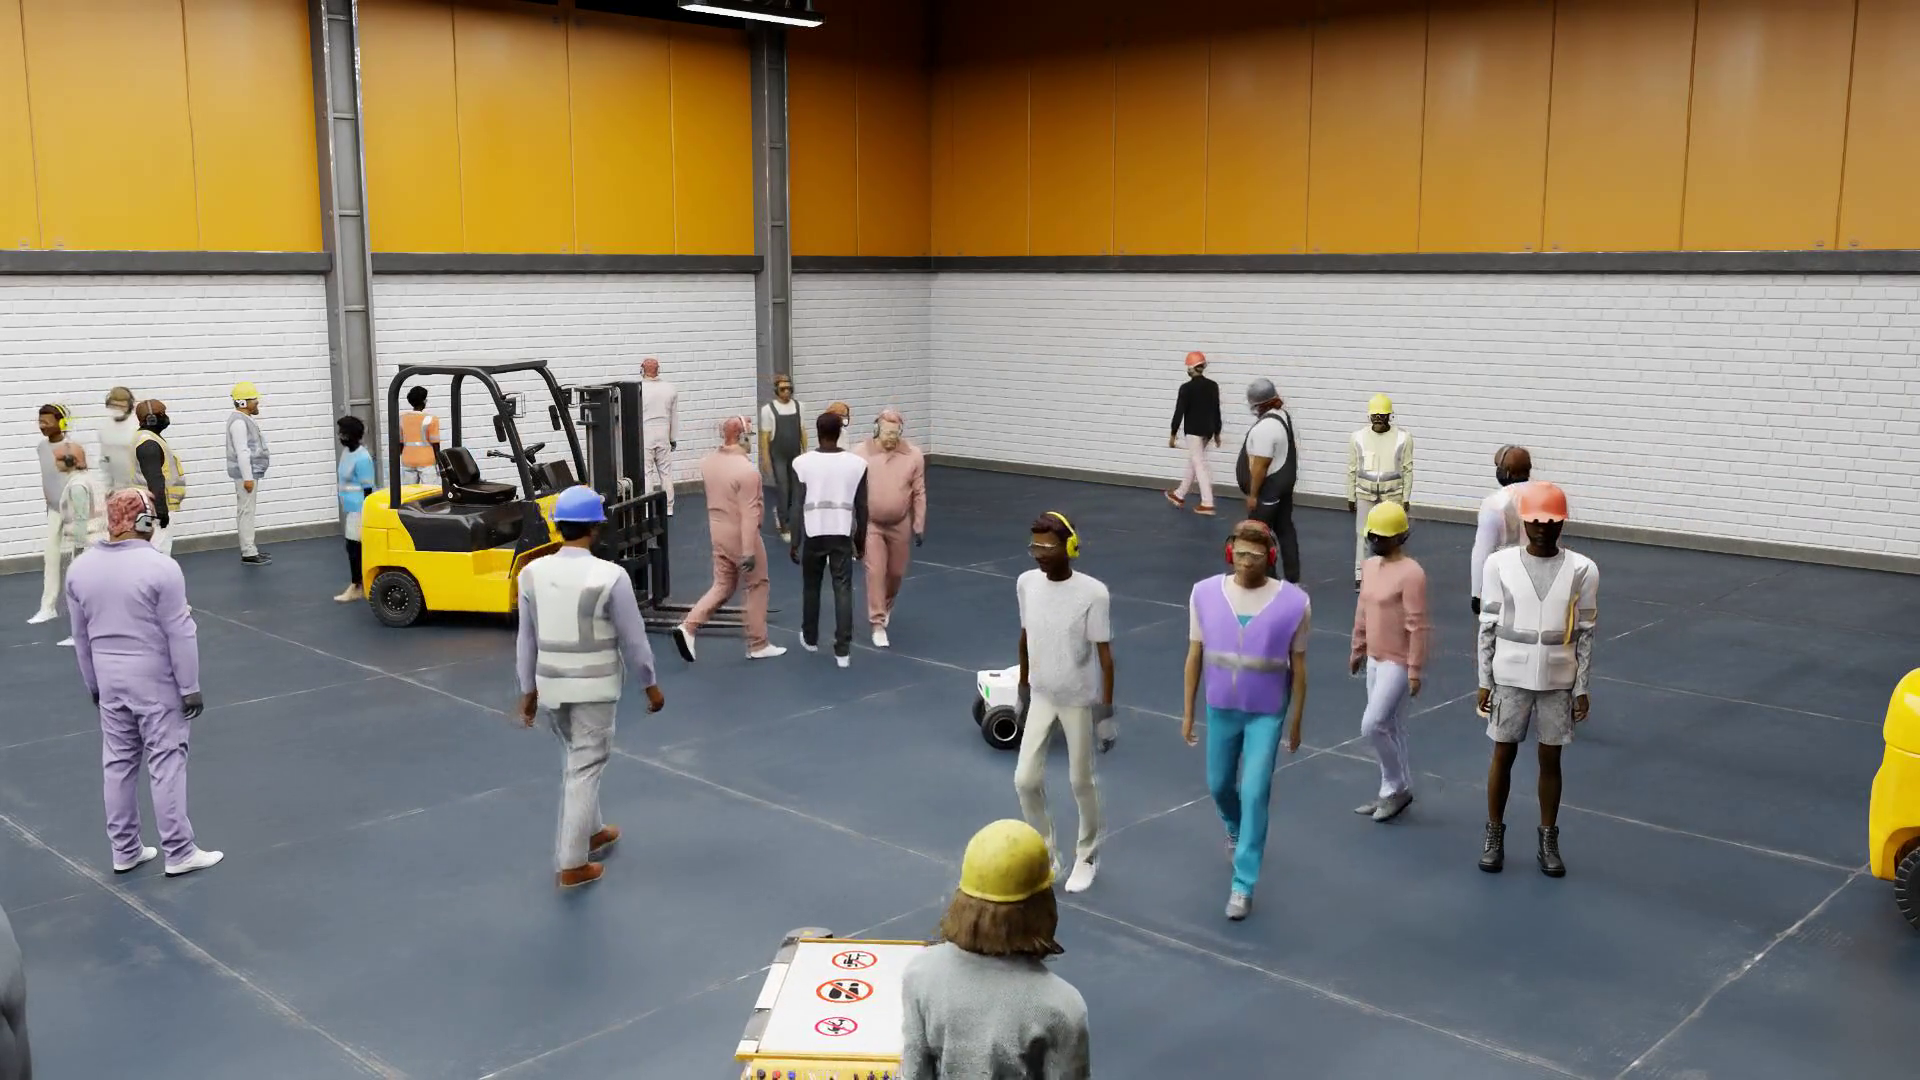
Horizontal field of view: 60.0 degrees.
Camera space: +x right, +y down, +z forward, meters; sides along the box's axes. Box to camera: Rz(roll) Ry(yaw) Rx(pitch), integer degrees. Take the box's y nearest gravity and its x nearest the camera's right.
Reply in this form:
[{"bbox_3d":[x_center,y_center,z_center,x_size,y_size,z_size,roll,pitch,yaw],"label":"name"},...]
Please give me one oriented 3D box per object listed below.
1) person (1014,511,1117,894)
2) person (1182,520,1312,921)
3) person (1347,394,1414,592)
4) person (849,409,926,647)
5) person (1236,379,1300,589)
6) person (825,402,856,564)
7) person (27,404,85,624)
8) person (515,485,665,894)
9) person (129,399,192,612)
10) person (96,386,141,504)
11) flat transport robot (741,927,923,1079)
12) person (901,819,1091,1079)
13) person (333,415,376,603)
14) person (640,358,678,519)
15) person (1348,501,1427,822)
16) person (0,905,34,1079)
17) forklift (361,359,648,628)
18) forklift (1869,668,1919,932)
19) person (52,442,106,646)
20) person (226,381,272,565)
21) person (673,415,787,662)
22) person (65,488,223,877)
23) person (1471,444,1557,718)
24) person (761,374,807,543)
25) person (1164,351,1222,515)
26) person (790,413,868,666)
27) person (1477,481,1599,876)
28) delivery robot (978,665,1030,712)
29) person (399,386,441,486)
[{"bbox_3d":[0.459,0.778,7.758,0.592,1.837,0.662,6,11,31],"label":"person"},{"bbox_3d":[1.350,0.785,7.806,0.570,1.819,0.787,4,10,21],"label":"person"},{"bbox_3d":[3.812,-0.416,15.132,0.589,1.827,0.403,3,10,18],"label":"person"},{"bbox_3d":[-0.616,-0.134,13.308,0.664,1.864,0.863,-2,10,-14],"label":"person"},{"bbox_3d":[2.800,-0.512,15.053,0.585,2.000,0.802,5,11,29],"label":"person"},{"bbox_3d":[-1.228,-0.567,16.639,0.289,1.632,0.497,3,10,19],"label":"person"},{"bbox_3d":[-7.582,-0.254,14.178,0.541,1.839,0.953,2,10,14],"label":"person"},{"bbox_3d":[-1.744,0.687,8.056,0.623,1.914,0.815,5,10,26],"label":"person"},{"bbox_3d":[-6.860,-0.285,14.265,0.429,1.847,0.627,-5,11,-29],"label":"person"},{"bbox_3d":[-7.575,-0.453,15.159,0.636,1.905,0.603,4,10,24],"label":"person"},{"bbox_3d":[-0.432,1.811,6.221,0.652,0.197,1.431,1,9,3],"label":"flat transport robot"},{"bbox_3d":[0.047,1.490,3.810,0.493,1.711,0.847,7,11,35],"label":"person"},{"bbox_3d":[-5.258,-0.287,14.753,0.615,1.672,0.533,-6,11,-32],"label":"person"},{"bbox_3d":[-3.652,-1.201,19.686,0.653,1.906,0.405,-7,12,-38],"label":"person"},{"bbox_3d":[2.263,0.650,8.835,0.404,1.741,0.573,-2,10,-15],"label":"person"},{"bbox_3d":[-2.166,1.412,3.565,0.361,1.939,0.635,-7,11,-36],"label":"person"},{"bbox_3d":[-3.850,-0.407,13.936,2.313,2.155,1.214,2,9,11],"label":"forklift"},{"bbox_3d":[5.205,0.723,7.013,2.313,2.155,1.214,9,13,43],"label":"forklift"},{"bbox_3d":[-6.808,0.021,13.096,0.598,1.617,0.517,-5,10,-27],"label":"person"},{"bbox_3d":[-7.124,-0.672,16.665,0.404,1.835,0.587,-3,10,-20],"label":"person"},{"bbox_3d":[-1.724,0.000,12.415,0.819,1.875,0.652,-8,12,-41],"label":"person"},{"bbox_3d":[-3.961,0.693,8.097,0.636,1.902,0.406,2,10,14],"label":"person"},{"bbox_3d":[3.566,0.292,10.764,0.654,1.829,0.437,-4,10,-25],"label":"person"},{"bbox_3d":[-1.924,-0.906,18.121,0.526,1.828,0.632,-5,11,-30],"label":"person"},{"bbox_3d":[2.787,-1.312,20.218,0.652,1.946,0.981,-7,12,-38],"label":"person"},{"bbox_3d":[-0.997,-0.029,12.637,0.602,1.859,0.894,-2,9,-12],"label":"person"},{"bbox_3d":[2.800,0.673,8.102,0.545,1.938,0.359,2,10,13],"label":"person"},{"bbox_3d":[0.476,0.939,10.414,0.707,0.478,0.477,-1,9,-7],"label":"delivery robot"},{"bbox_3d":[-5.850,-0.820,18.024,0.535,1.695,0.319,3,10,17],"label":"person"}]
